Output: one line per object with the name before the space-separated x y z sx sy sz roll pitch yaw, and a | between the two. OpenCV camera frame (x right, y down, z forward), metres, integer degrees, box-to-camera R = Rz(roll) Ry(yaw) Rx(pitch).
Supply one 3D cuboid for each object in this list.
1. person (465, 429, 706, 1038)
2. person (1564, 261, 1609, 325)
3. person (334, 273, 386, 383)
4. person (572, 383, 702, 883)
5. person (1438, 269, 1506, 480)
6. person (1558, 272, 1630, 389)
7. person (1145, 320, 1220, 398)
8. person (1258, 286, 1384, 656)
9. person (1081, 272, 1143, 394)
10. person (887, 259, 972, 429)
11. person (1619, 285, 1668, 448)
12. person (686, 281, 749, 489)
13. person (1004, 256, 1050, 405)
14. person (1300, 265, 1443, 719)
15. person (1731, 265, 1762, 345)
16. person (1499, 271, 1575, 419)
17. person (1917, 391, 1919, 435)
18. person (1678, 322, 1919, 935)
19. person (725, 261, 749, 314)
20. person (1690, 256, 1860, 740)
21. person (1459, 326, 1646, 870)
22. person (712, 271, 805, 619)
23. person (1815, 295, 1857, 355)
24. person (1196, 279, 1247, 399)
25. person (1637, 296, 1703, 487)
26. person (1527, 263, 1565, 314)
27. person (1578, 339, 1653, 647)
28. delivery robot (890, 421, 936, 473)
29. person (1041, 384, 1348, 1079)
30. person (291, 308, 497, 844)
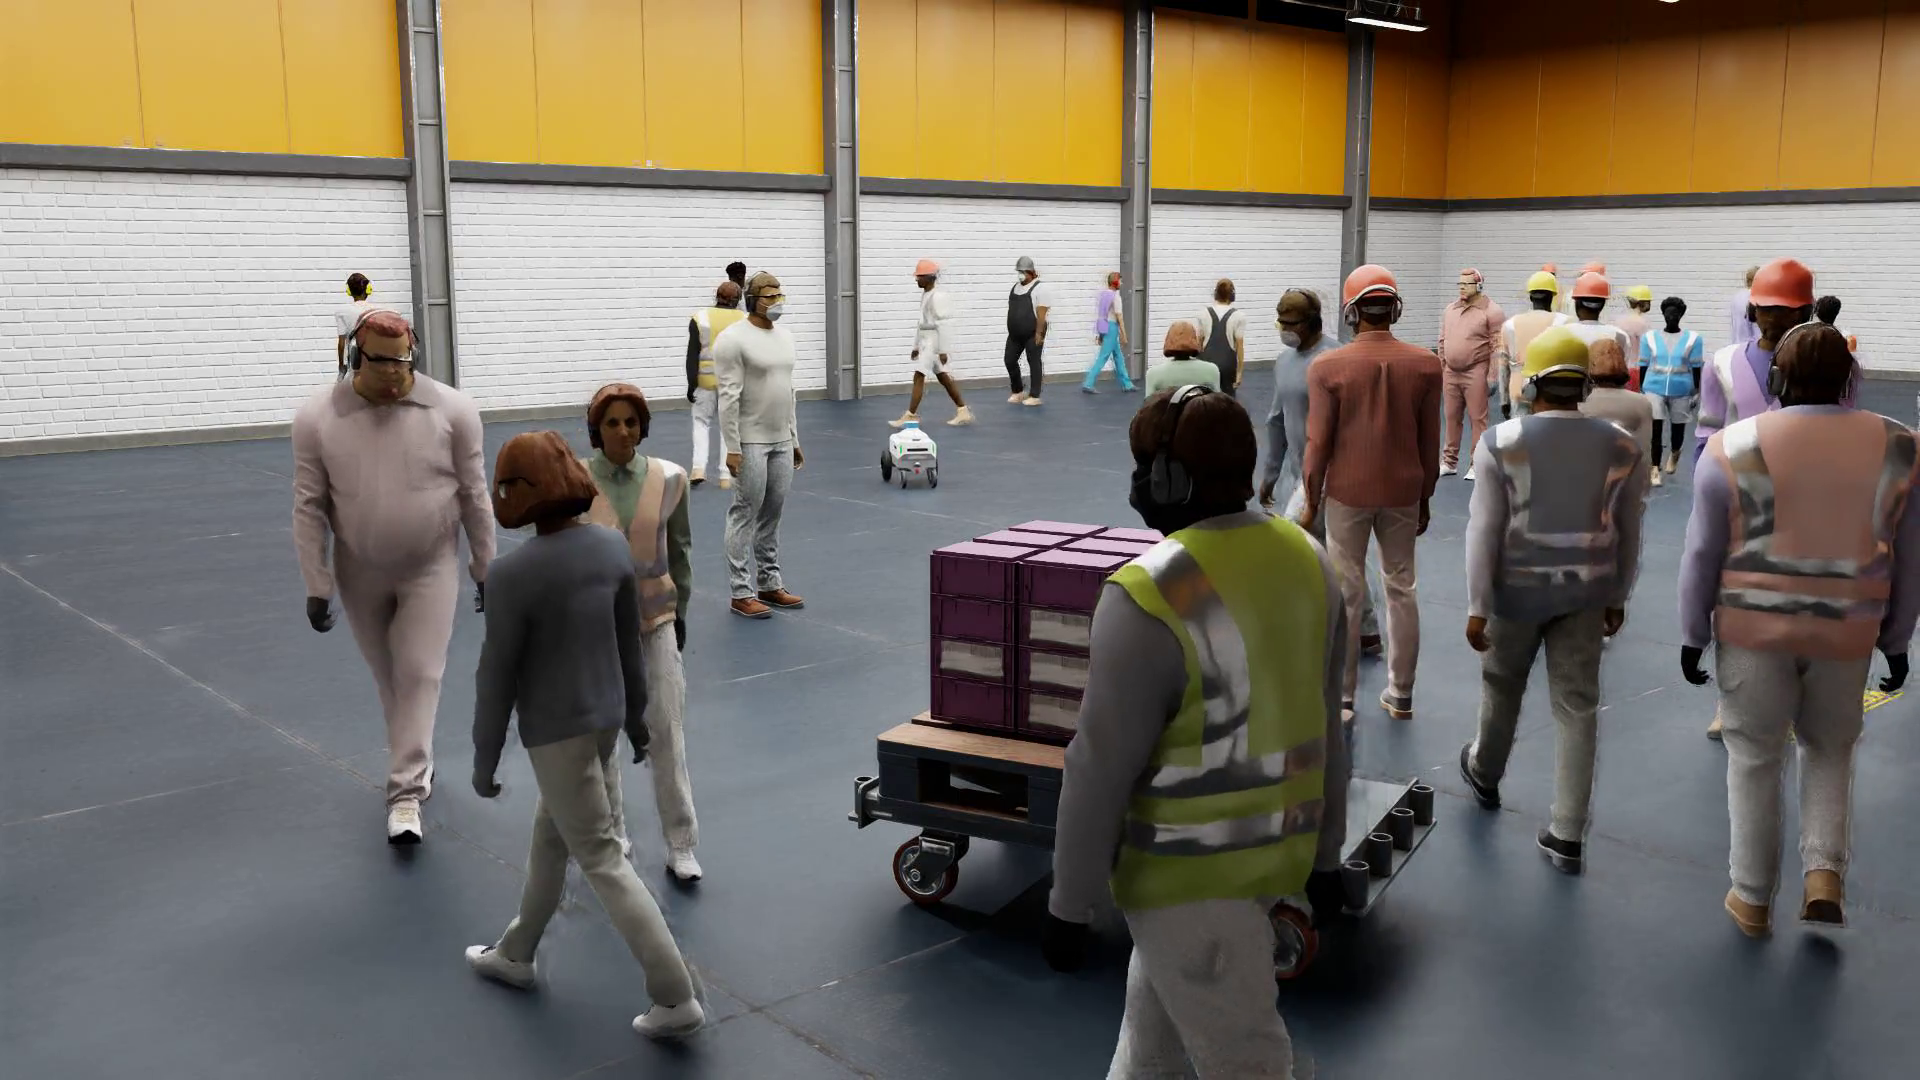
person | -1.011 0.502 4.349 0.889 1.583 0.507 5 11 26
person | 7.348 -2.318 19.714 0.649 1.973 0.639 -5 11 -26
person | -5.796 -1.657 16.164 0.517 1.864 0.334 -6 11 -31
person | -1.090 0.308 5.399 0.532 1.606 0.776 -4 10 -21
person | 4.593 -1.498 15.100 0.402 1.911 0.639 -7 12 -37
person | 4.061 -0.785 10.895 0.564 1.915 0.517 0 10 2
person | 1.465 -0.644 10.970 0.504 1.611 0.740 2 10 9
person | 1.702 -0.302 8.201 1.006 1.866 0.639 -2 10 -12
person | 2.221 -3.022 24.367 0.988 1.796 0.589 -2 10 -14
person | -0.323 -2.297 19.565 1.049 1.993 0.615 -2 10 -10
person | 7.021 -1.807 17.448 0.901 1.729 0.530 0 10 -1
person | -2.058 -1.349 14.548 0.649 1.805 0.457 -2 10 -14
person | 0.891 -2.836 22.544 0.689 2.000 0.537 8 13 40
person | 1.775 -0.194 7.241 0.612 1.984 0.403 -1 10 -6
person | 8.579 -2.017 18.085 0.685 1.924 0.648 0 10 1
person | 4.449 -1.111 12.839 0.631 1.897 0.549 8 12 38
person | 4.384 -0.097 7.213 0.500 1.800 0.995 6 11 32
person | 2.451 0.280 4.903 0.649 1.832 0.442 2 10 12
person | -2.665 -2.420 20.347 0.384 1.959 0.600 -1 10 -7
person | 3.389 -0.167 6.970 0.625 2.023 0.578 7 12 36
person | 2.019 0.164 5.744 0.620 1.777 0.928 0 10 2
person | -1.117 -0.540 9.401 0.370 1.941 0.627 6 11 32
person | 7.522 -1.295 14.555 0.539 1.685 0.416 7 12 34
person | 2.617 -1.729 16.791 0.532 1.807 0.956 3 10 19
person | 6.287 -1.326 14.764 0.536 1.679 0.672 4 11 23
person | 8.985 -3.299 25.640 0.563 1.903 0.532 -2 10 -10
person | 3.370 -0.268 8.831 0.502 1.581 0.866 1 10 5
delivery robot | -0.421 -0.810 14.754 0.477 0.478 0.707 -2 10 -9
person | 0.468 0.610 3.129 0.979 1.795 0.633 9 13 41
person | -1.979 0.114 5.858 0.656 1.841 0.987 -1 10 -8
